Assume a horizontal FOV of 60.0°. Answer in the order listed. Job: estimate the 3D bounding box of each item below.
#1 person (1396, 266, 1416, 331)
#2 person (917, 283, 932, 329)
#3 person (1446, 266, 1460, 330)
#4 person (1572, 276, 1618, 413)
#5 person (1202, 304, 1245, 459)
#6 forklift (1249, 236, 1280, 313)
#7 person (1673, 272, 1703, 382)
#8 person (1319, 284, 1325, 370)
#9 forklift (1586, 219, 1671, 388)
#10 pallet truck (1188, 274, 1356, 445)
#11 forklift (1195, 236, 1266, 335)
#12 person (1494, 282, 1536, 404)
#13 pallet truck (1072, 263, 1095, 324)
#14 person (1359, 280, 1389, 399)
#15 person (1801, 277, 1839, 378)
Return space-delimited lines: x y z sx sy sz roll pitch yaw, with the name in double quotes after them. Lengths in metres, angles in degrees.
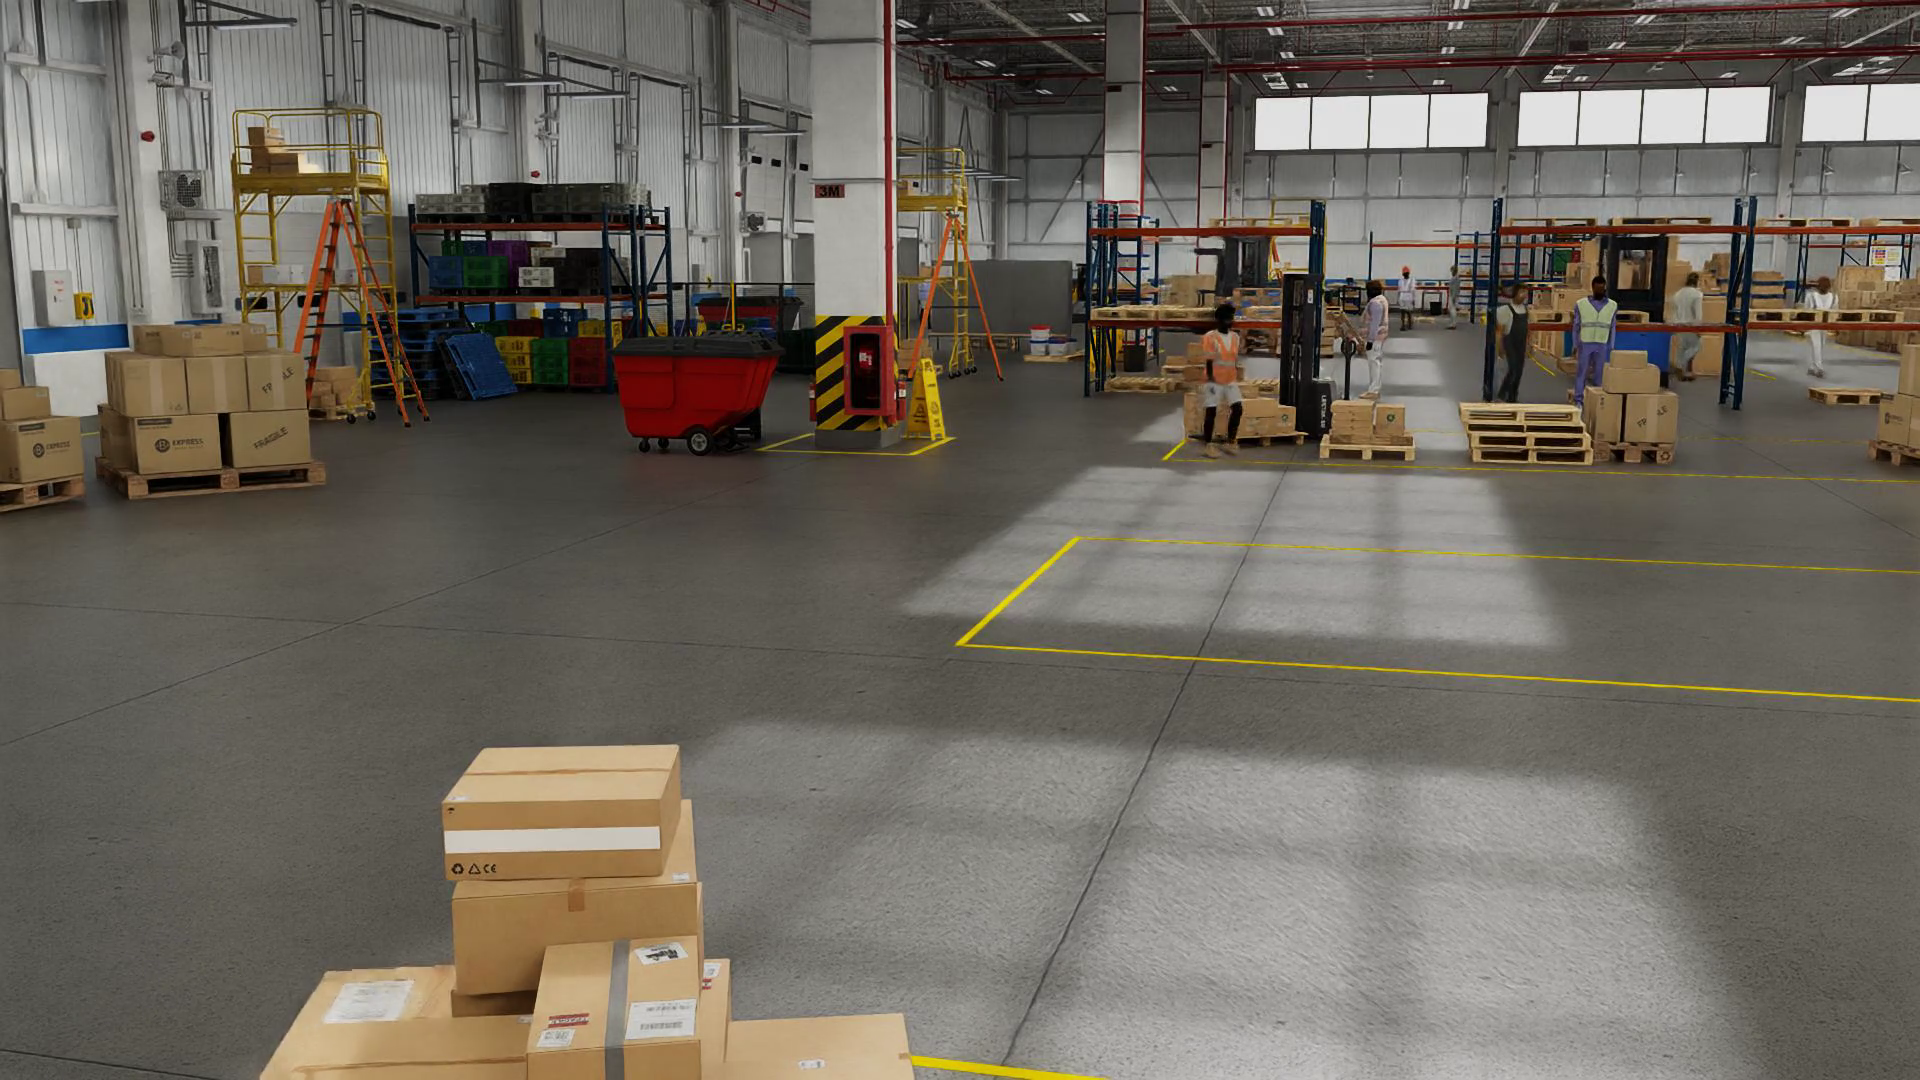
13.184 -7.135 49.237 0.564 1.918 0.408 8 13 40 "person"
-1.022 -7.368 50.593 0.547 1.929 0.387 -4 11 -24 "person"
14.942 -7.326 50.334 0.367 1.932 0.633 2 10 13 "person"
8.900 -2.739 23.358 0.593 1.920 0.391 1 10 6 "person"
2.841 -1.692 17.889 0.539 1.674 0.571 -5 11 -28 "person"
9.162 -7.896 50.894 1.873 2.768 1.129 -2 10 -12 "forklift"
12.777 -3.726 29.142 0.425 1.927 0.654 -3 10 -17 "person"
6.862 -4.126 32.064 0.485 1.738 0.320 -9 13 -42 "person"
11.365 -4.024 28.099 1.129 2.768 1.873 2 10 14 "forklift"
3.653 -2.138 19.590 1.885 1.965 0.823 -4 10 -20 "pallet truck"
7.603 -7.140 46.443 1.873 2.768 1.129 2 10 14 "forklift"
7.856 -2.713 23.465 0.518 1.826 0.396 -6 11 -29 "person"
4.325 -8.180 55.162 0.823 1.965 1.885 6 11 31 "pallet truck"
6.379 -3.092 25.682 0.429 1.839 0.622 4 10 22 "person"
15.708 -3.888 30.378 0.591 1.841 0.970 1 10 5 "person"
